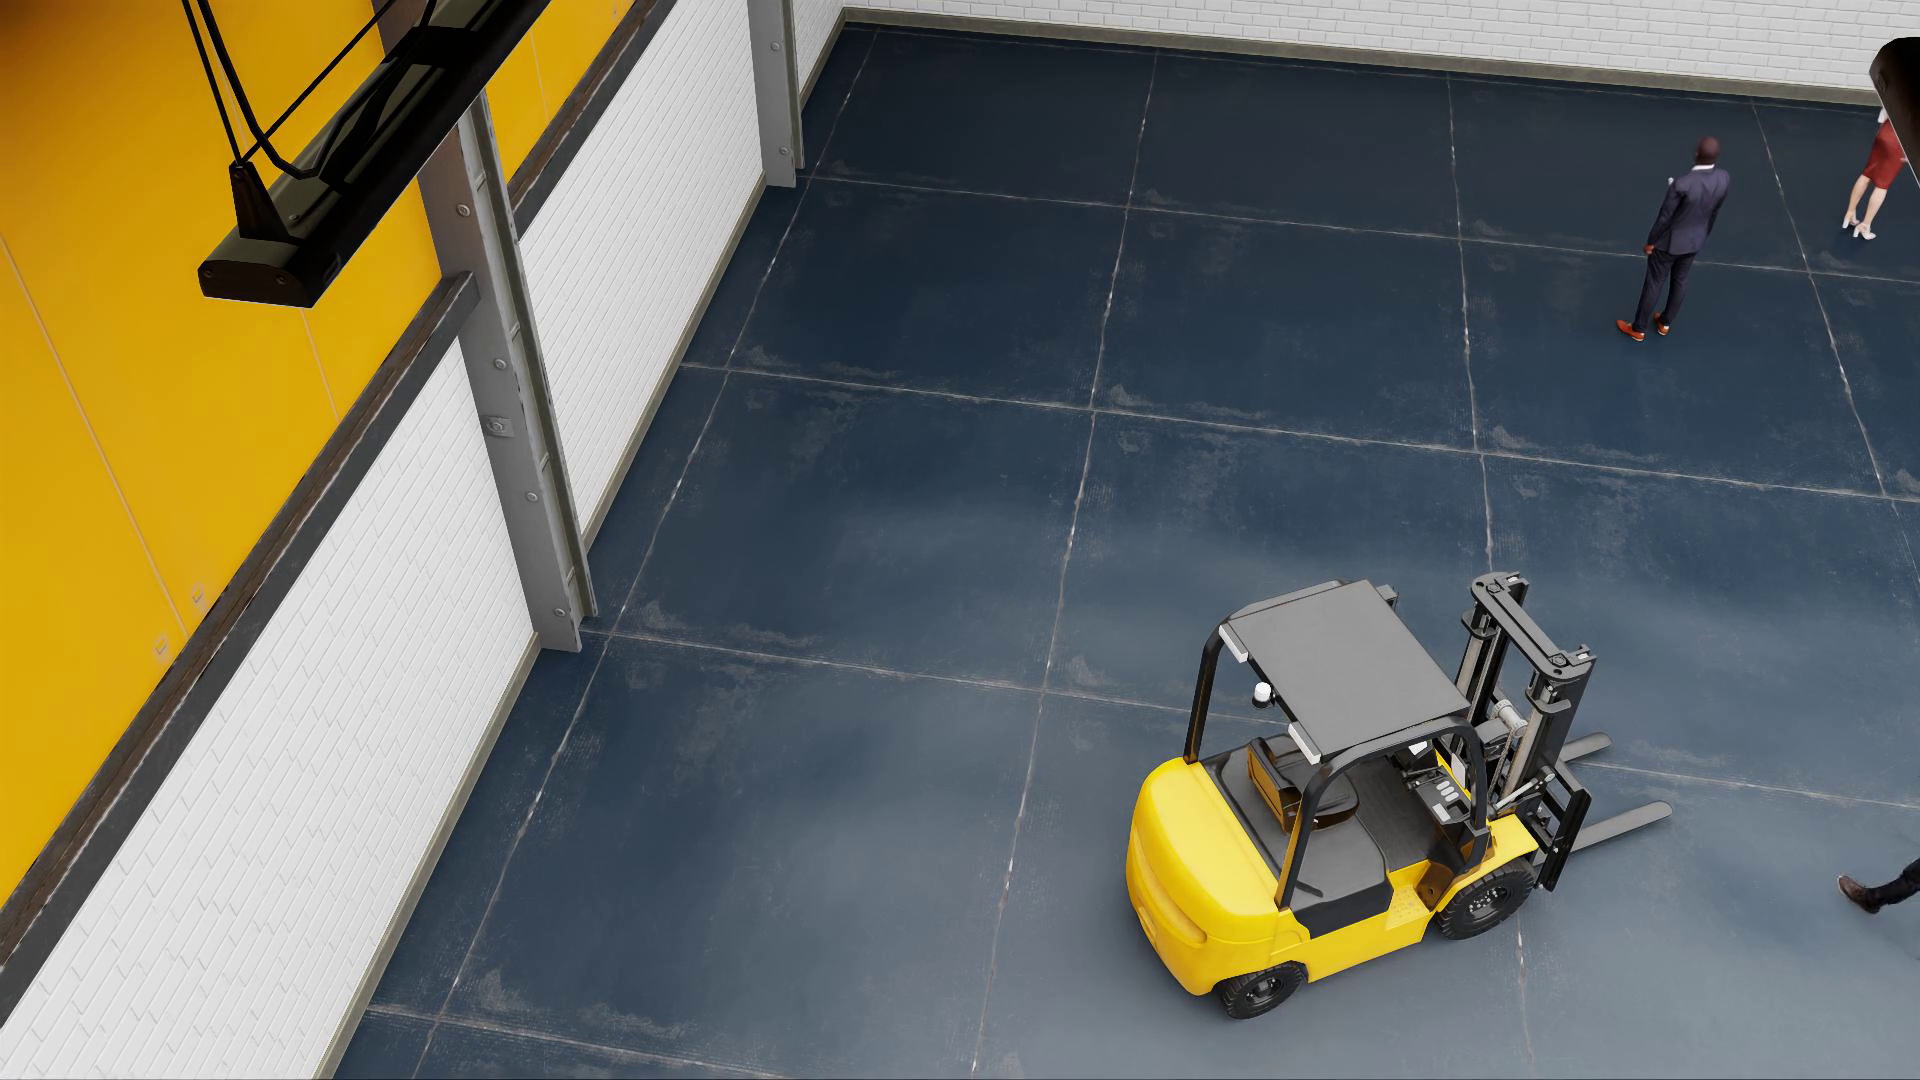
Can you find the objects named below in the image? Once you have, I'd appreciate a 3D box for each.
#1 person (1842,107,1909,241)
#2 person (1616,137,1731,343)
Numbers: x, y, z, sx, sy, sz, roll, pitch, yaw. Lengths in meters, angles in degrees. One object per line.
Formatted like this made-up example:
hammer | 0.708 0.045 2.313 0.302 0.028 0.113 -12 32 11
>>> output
person | 8.125 -3.444 14.475 0.720 1.750 0.570 -7 44 -8
person | 5.760 -2.403 13.328 0.776 1.825 0.753 -9 44 -9
